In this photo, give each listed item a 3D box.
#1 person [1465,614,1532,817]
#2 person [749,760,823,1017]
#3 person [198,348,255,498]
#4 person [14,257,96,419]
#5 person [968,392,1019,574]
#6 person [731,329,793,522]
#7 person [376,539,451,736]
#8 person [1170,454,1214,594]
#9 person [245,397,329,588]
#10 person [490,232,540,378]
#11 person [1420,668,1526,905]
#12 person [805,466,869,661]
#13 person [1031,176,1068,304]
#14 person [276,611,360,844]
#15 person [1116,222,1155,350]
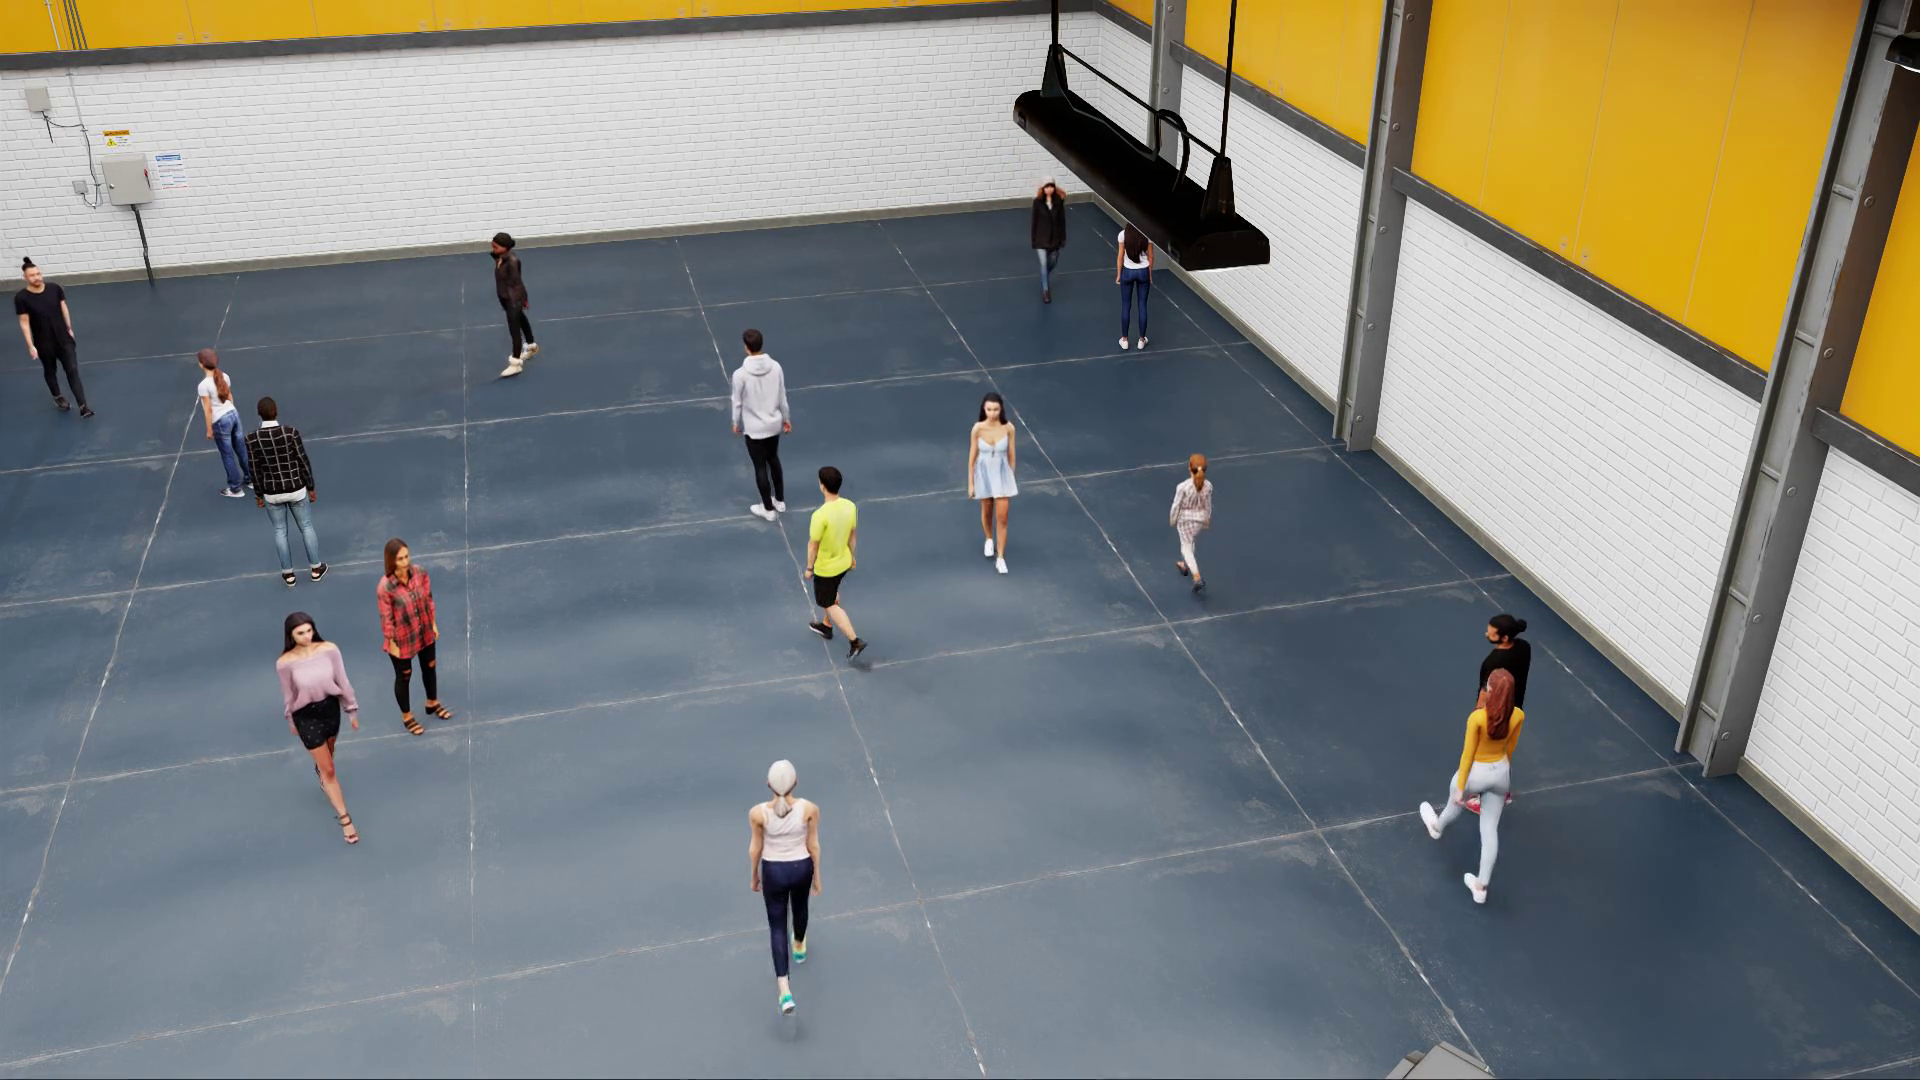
[{"bbox_3d":[3.903,1.310,11.895,0.780,1.729,0.800,-22,35,-34],"label":"person"},{"bbox_3d":[-1.074,2.176,10.370,0.695,1.671,1.150,-4,29,-8],"label":"person"},{"bbox_3d":[-7.372,-1.190,16.655,0.694,1.562,0.623,12,31,22],"label":"person"},{"bbox_3d":[-10.044,-2.234,18.298,1.258,1.819,1.059,25,38,38],"label":"person"},{"bbox_3d":[0.297,-0.610,15.440,0.732,1.705,0.991,-2,29,-3],"label":"person"},{"bbox_3d":[-1.901,-1.110,16.145,0.793,1.909,0.784,-20,34,-32],"label":"person"},{"bbox_3d":[-4.293,0.733,12.985,0.748,1.698,0.713,21,35,33],"label":"person"},{"bbox_3d":[2.111,-0.142,15.017,0.591,1.289,0.918,-11,30,-18],"label":"person"},{"bbox_3d":[-6.101,-0.443,15.014,0.688,1.821,0.577,-10,30,-18],"label":"person"},{"bbox_3d":[-5.361,-2.765,19.447,0.916,1.652,0.945,0,29,0],"label":"person"},{"bbox_3d":[3.575,1.689,11.221,0.707,1.711,1.142,-4,29,-8],"label":"person"},{"bbox_3d":[-1.031,0.207,13.962,1.119,1.686,0.983,22,35,34],"label":"person"},{"bbox_3d":[1.136,-3.951,21.658,0.682,1.616,0.977,-4,29,-7],"label":"person"},{"bbox_3d":[-4.629,1.260,11.951,0.924,1.764,1.205,-21,35,-33],"label":"person"},{"bbox_3d":[2.114,-3.170,20.062,0.656,1.774,0.624,2,29,4],"label":"person"}]
